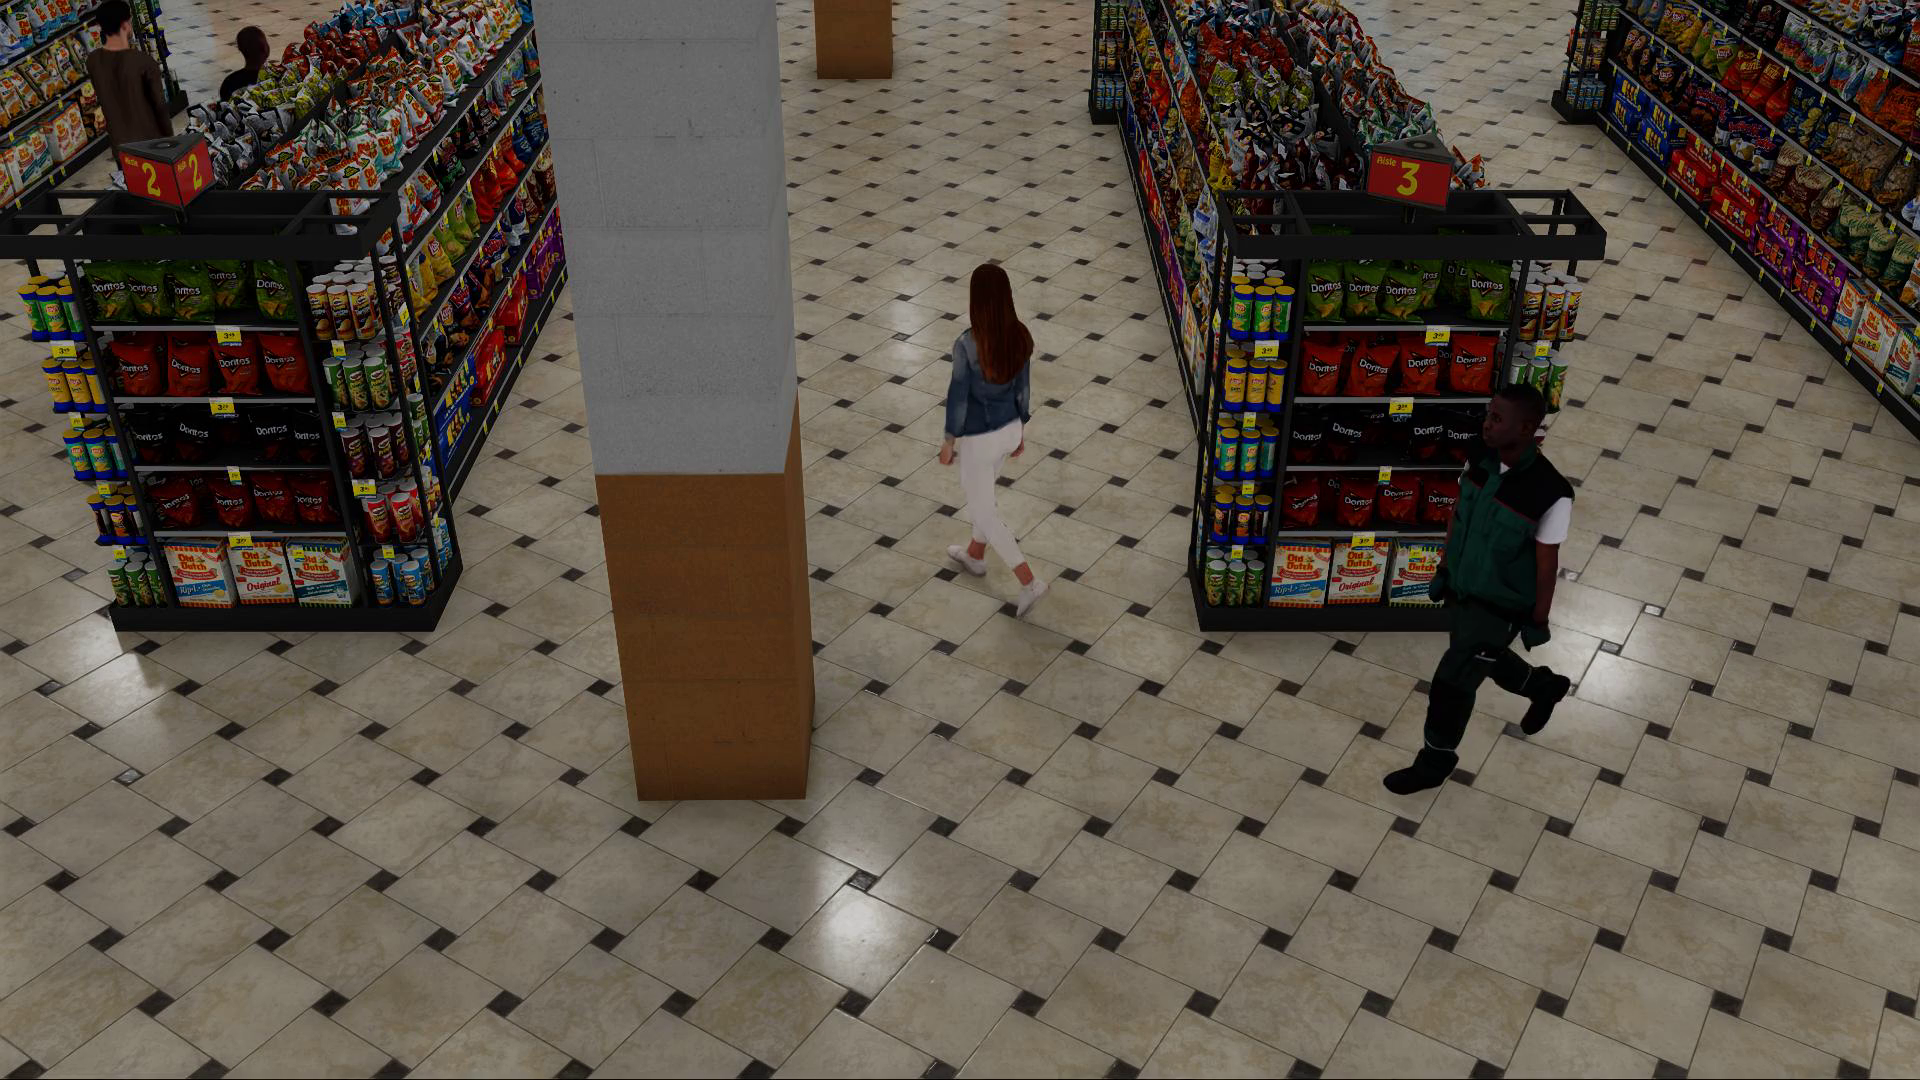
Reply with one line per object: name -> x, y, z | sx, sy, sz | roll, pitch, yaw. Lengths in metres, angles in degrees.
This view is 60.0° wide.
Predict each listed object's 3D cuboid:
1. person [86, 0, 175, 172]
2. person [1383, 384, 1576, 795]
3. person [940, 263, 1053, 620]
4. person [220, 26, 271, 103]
person -> -5.439, -2.572, 10.985 | 0.644, 1.873, 0.623 | -1, 32, -1
person -> 2.176, 0.199, 6.592 | 1.021, 1.808, 1.189 | -13, 34, -19
person -> 0.190, -0.426, 7.722 | 1.035, 1.677, 1.112 | -26, 40, -35
person -> -4.367, -2.322, 10.682 | 0.686, 1.768, 1.211 | 1, 32, 1
